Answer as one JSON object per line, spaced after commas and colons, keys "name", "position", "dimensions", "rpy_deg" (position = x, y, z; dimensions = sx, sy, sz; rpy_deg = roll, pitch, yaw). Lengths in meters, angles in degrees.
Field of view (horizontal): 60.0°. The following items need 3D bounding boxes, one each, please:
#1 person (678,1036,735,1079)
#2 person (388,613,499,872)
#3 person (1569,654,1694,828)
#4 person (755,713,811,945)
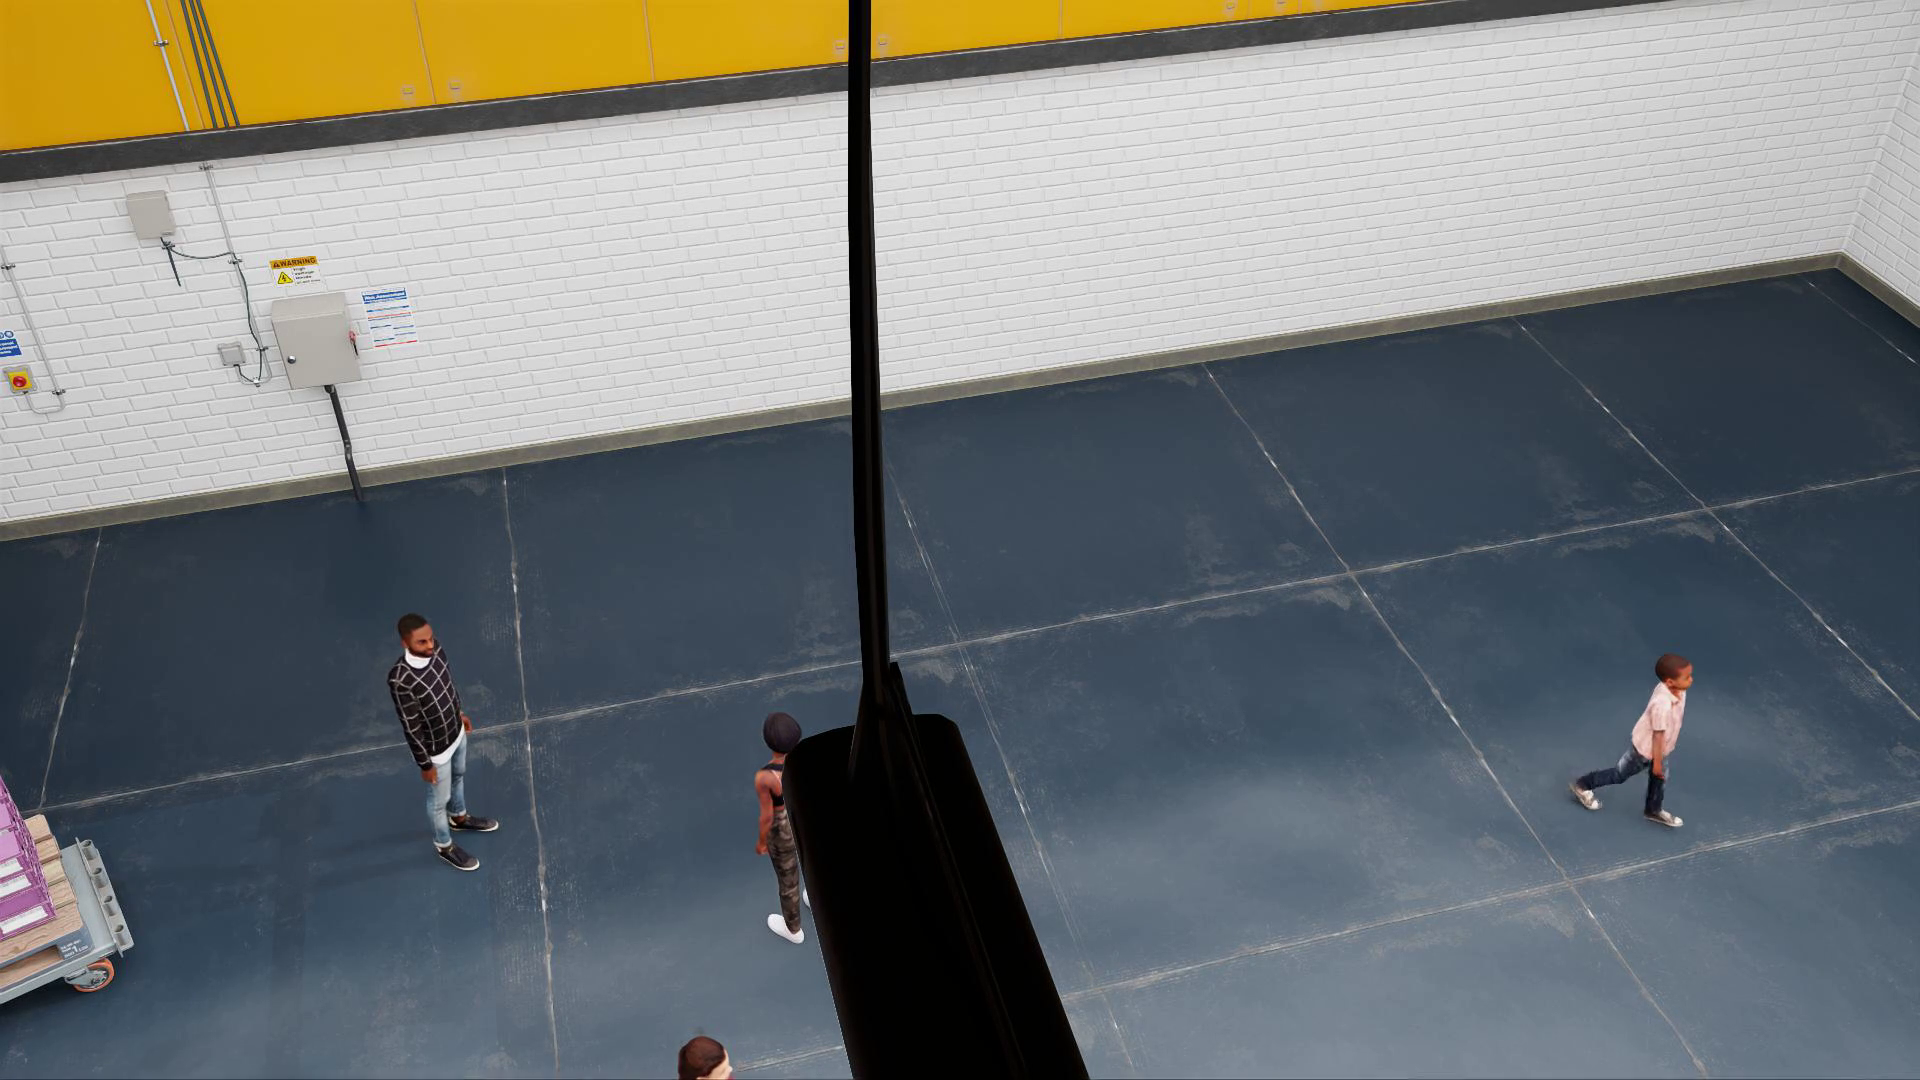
{"name": "person", "position": [-1.163, 2.807, 7.780], "dimensions": [0.687, 1.551, 0.628], "rpy_deg": [2, 39, 3]}
{"name": "person", "position": [-3.055, 1.133, 9.661], "dimensions": [0.805, 1.820, 0.664], "rpy_deg": [8, 39, 9]}
{"name": "person", "position": [4.087, 1.194, 10.006], "dimensions": [0.950, 1.293, 0.844], "rpy_deg": [24, 45, 27]}
{"name": "person", "position": [-0.928, 1.584, 9.192], "dimensions": [0.658, 1.700, 0.672], "rpy_deg": [-29, 47, -31]}
